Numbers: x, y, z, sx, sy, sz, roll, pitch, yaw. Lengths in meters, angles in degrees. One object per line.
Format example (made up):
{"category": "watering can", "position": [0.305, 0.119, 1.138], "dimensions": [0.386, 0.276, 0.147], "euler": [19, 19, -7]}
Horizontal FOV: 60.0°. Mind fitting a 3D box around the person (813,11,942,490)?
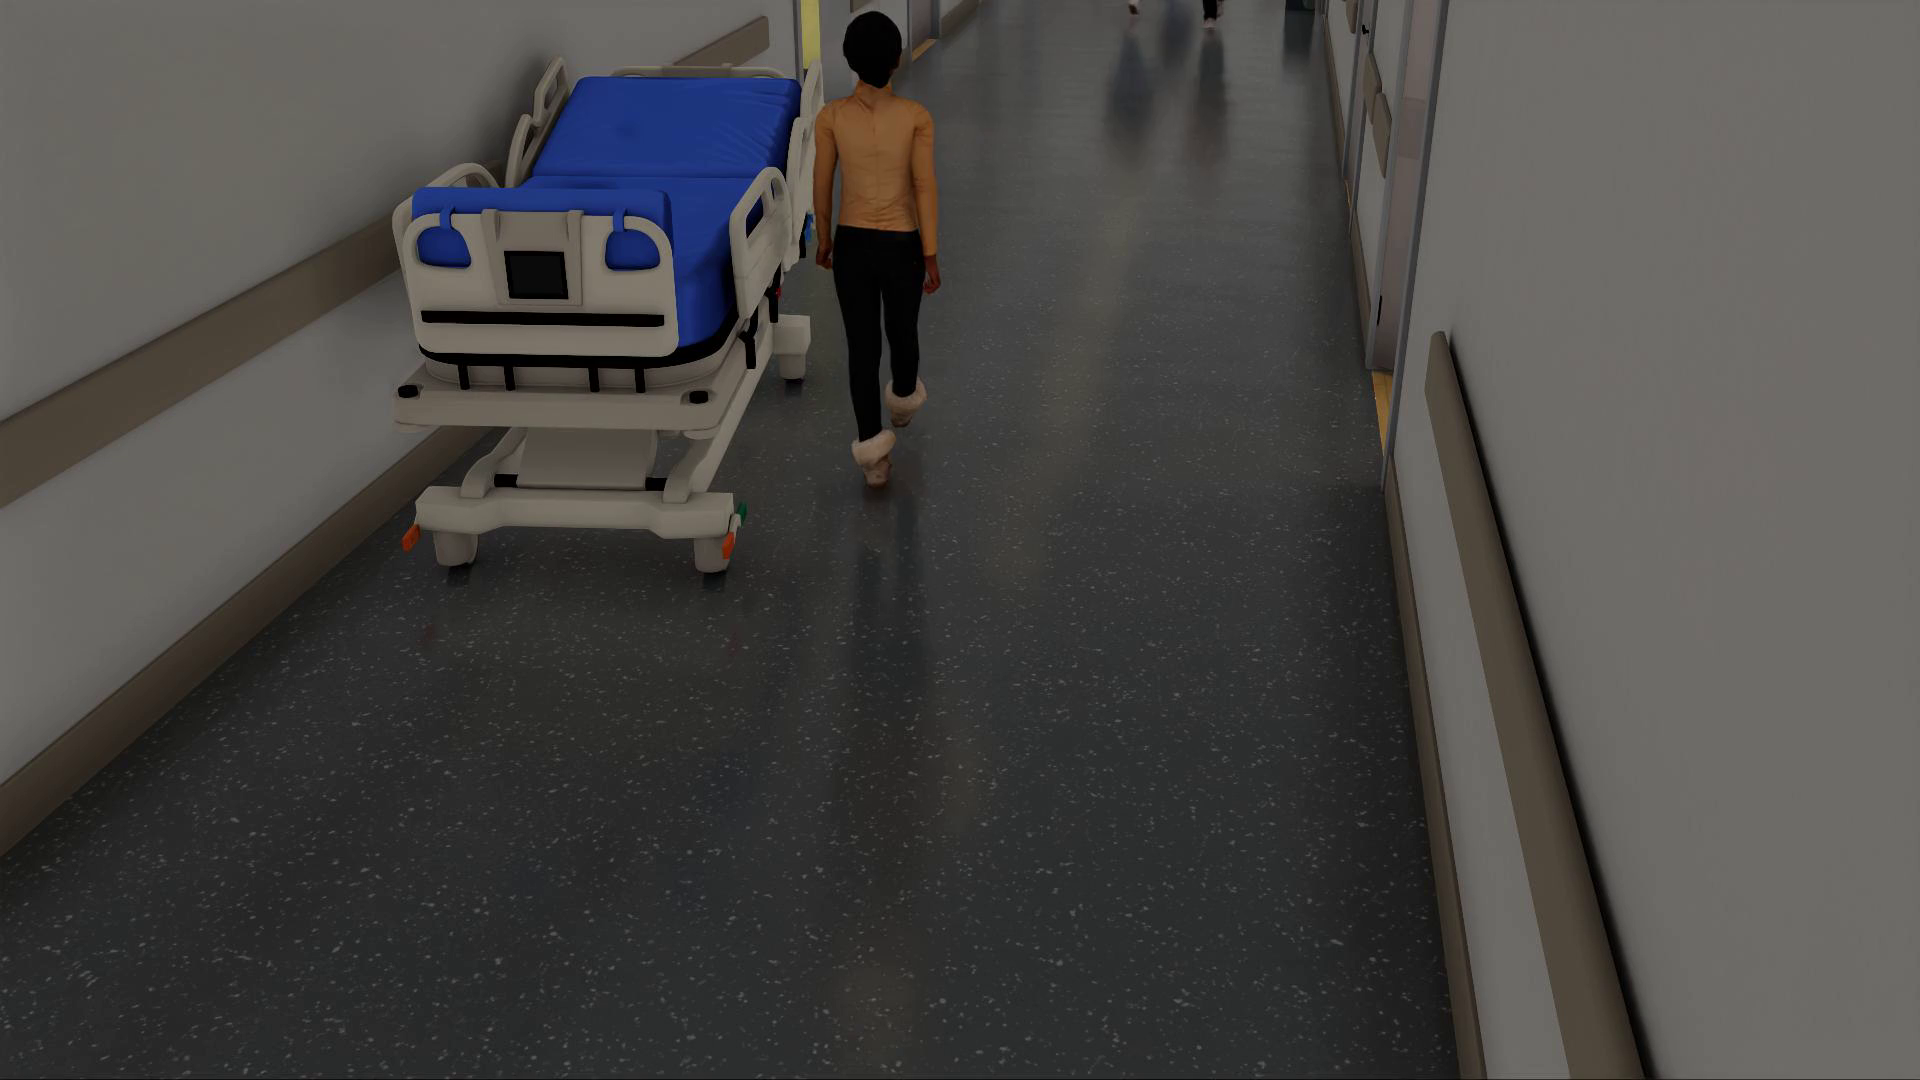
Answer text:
{"category": "person", "position": [-0.298, -0.973, 5.847], "dimensions": [1.049, 1.626, 0.787], "euler": [1, 26, 1]}
